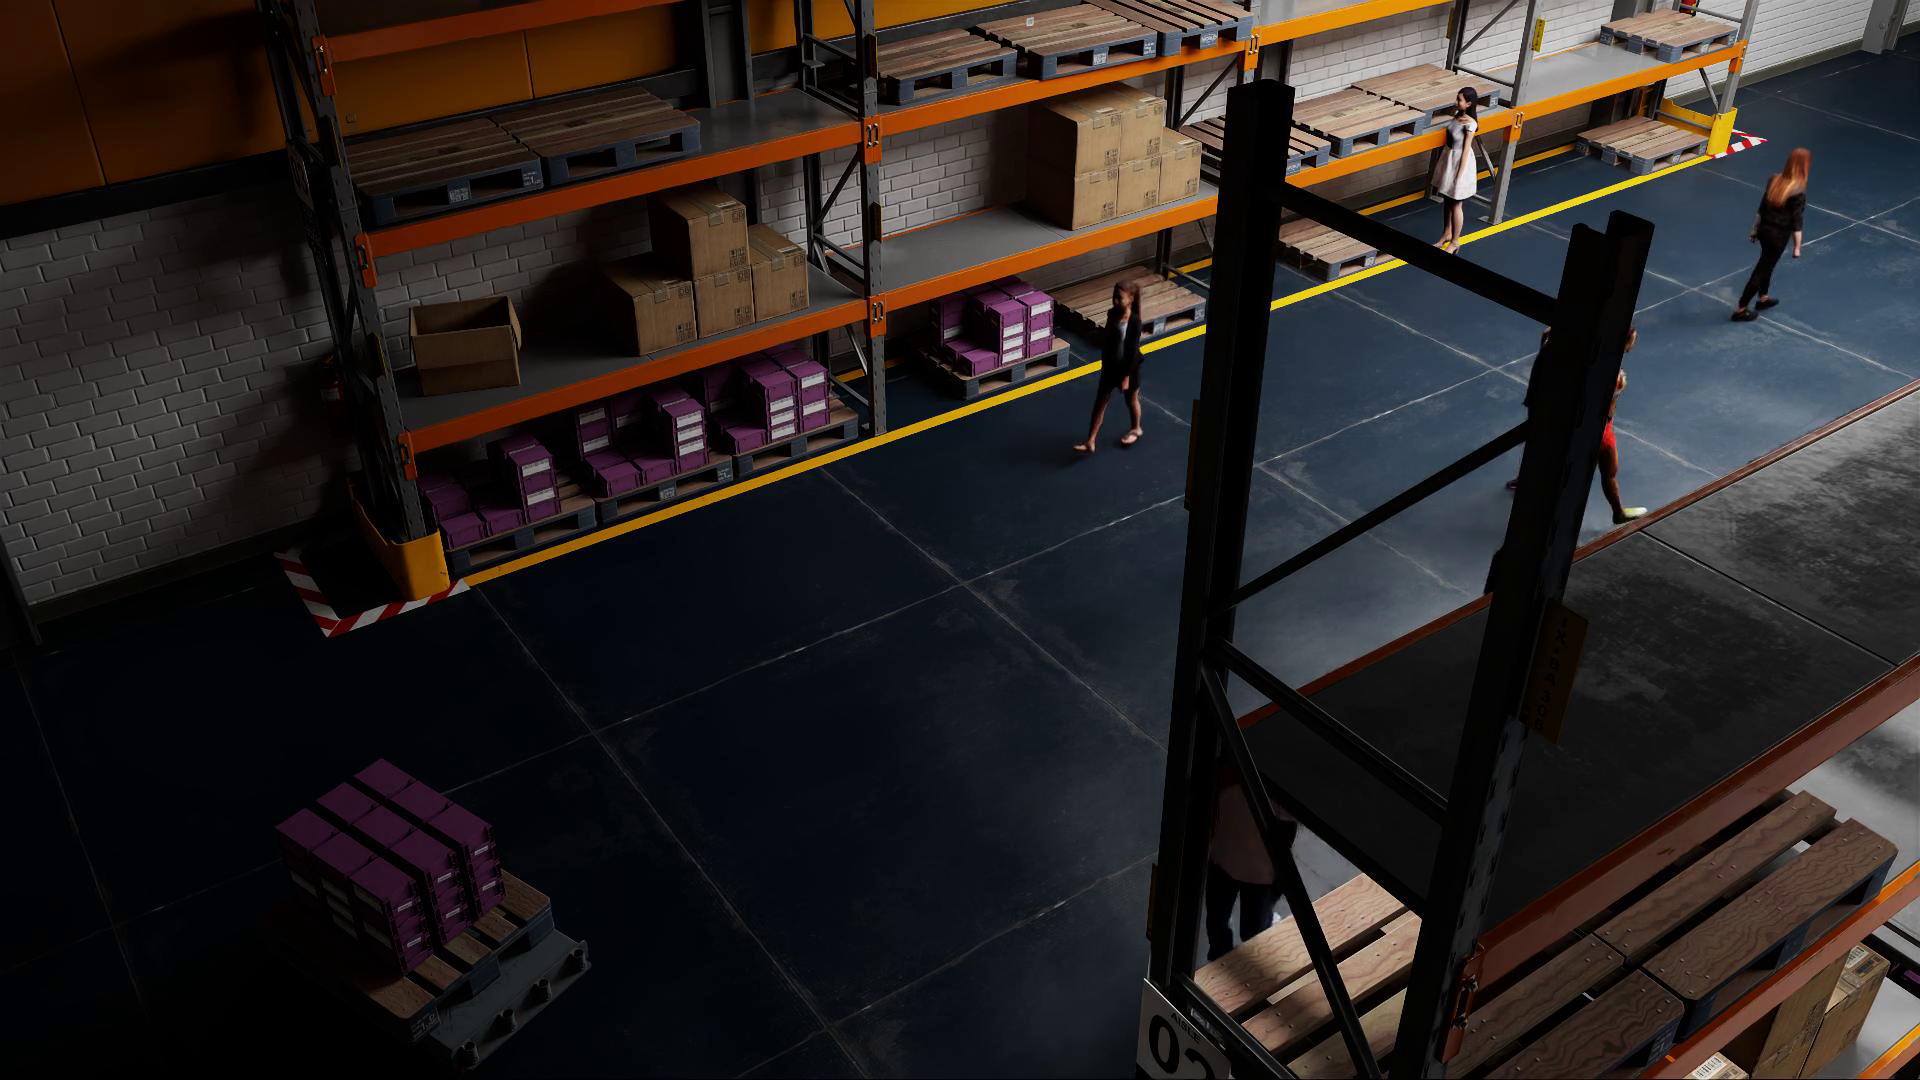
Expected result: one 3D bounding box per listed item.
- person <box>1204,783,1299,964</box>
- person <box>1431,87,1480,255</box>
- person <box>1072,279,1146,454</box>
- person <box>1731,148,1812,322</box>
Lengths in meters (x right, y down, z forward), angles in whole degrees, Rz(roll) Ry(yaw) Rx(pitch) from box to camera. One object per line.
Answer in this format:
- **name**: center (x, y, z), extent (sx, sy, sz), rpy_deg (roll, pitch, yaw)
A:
- **person**: center (1.553, 1.667, 8.789), extent (0.805, 1.844, 0.929), rpy_deg (24, 41, 32)
- **person**: center (5.083, -3.775, 17.045), extent (0.798, 1.769, 0.775), rpy_deg (-3, 34, -4)
- **person**: center (1.401, -1.448, 13.767), extent (0.682, 1.522, 1.045), rpy_deg (27, 42, 34)
- **person**: center (7.618, -2.866, 15.745), extent (0.932, 1.694, 0.789), rpy_deg (-9, 35, -13)
